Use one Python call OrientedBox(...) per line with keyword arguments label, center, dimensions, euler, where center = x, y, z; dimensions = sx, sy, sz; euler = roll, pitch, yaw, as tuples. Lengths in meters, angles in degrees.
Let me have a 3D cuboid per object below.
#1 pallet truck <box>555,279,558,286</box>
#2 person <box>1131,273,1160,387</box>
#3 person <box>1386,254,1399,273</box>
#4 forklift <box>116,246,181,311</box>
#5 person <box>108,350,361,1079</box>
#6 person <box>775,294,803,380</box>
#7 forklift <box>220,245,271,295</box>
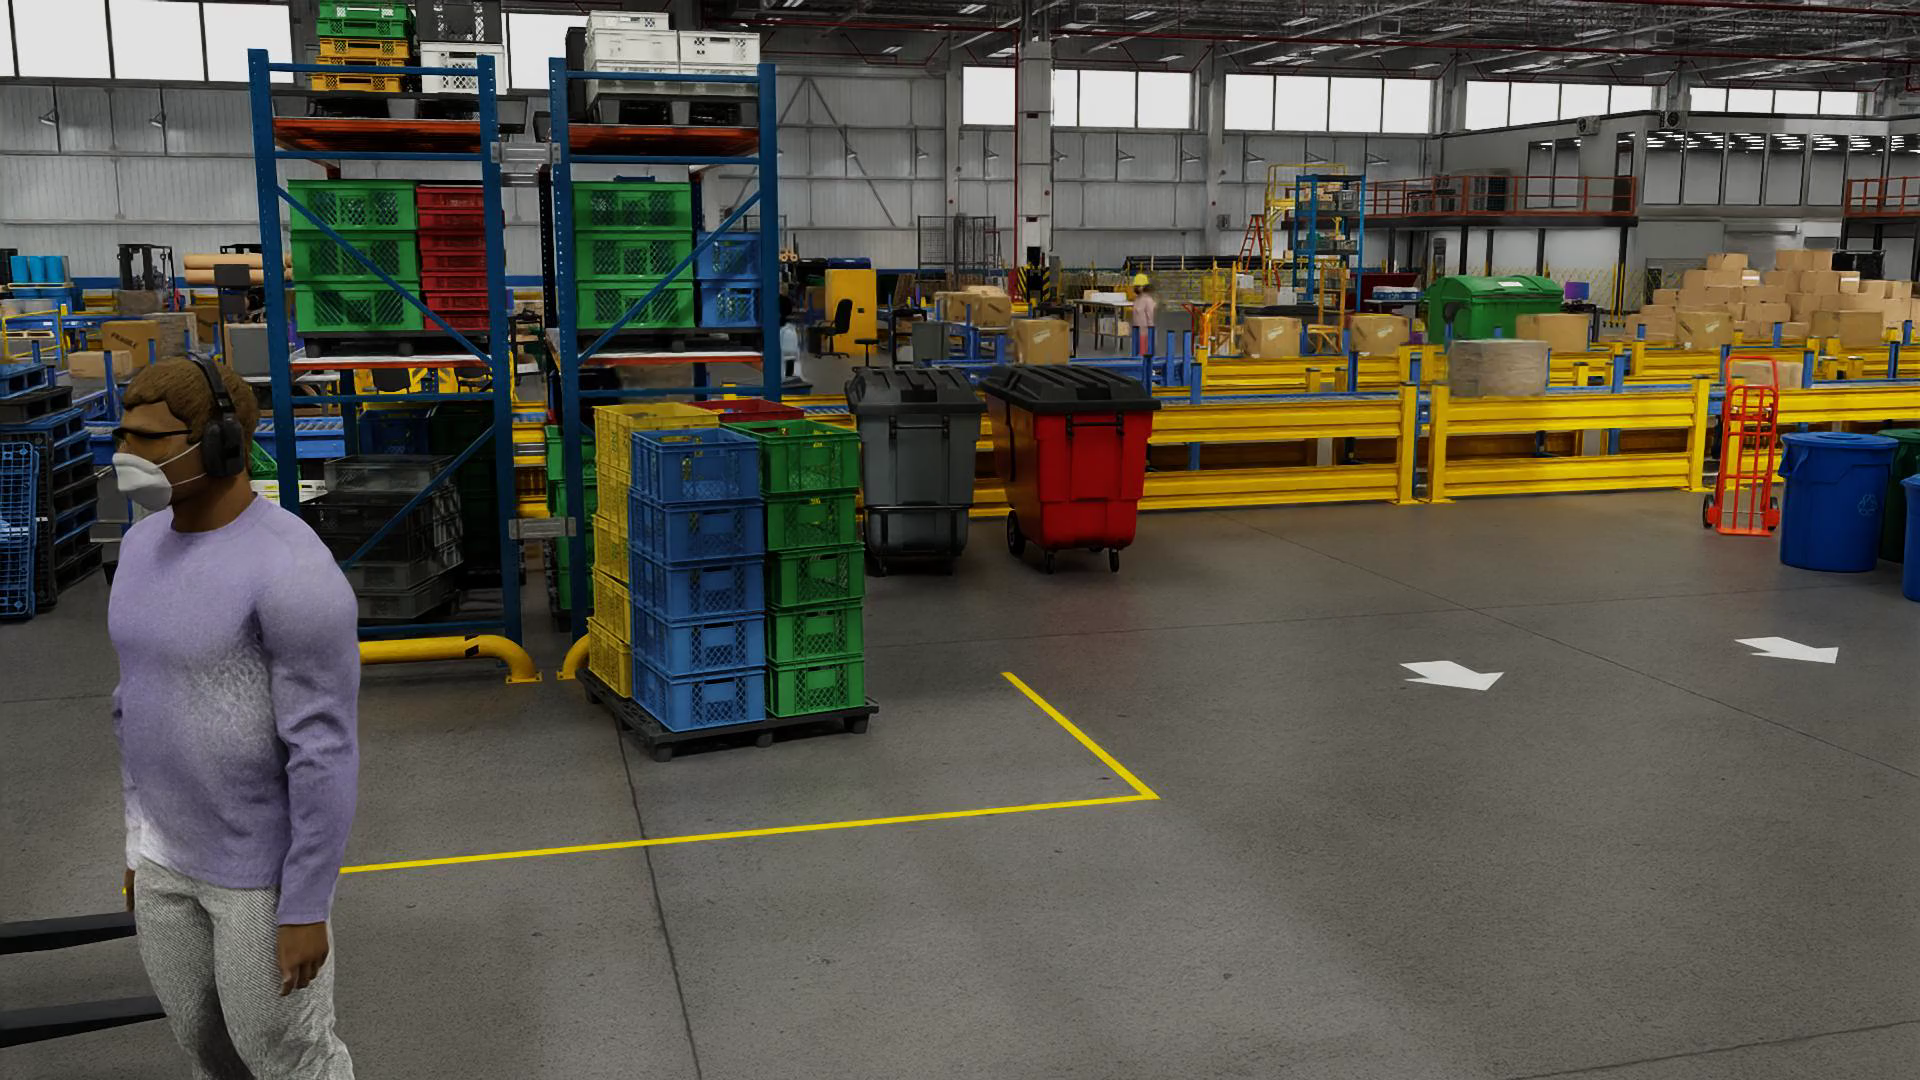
OrientedBox(label="pallet truck", center=(-10.604, -6.375, 44.520), dimensions=(0.653, 1.274, 1.630), euler=(-3, 10, -15))
OrientedBox(label="person", center=(2.660, -2.911, 23.637), dimensions=(0.651, 1.751, 0.533), euler=(-4, 11, -20))
OrientedBox(label="person", center=(16.171, -9.816, 62.361), dimensions=(0.574, 1.884, 0.356), euler=(-3, 10, -17))
OrientedBox(label="forklift", center=(-19.966, -6.232, 40.894), dimensions=(1.157, 1.987, 2.680), euler=(-3, 10, -15))
OrientedBox(label="person", center=(-1.368, 0.617, 3.125), dimensions=(0.632, 1.940, 0.372), euler=(6, 12, 33))
OrientedBox(label="person", center=(-1.651, -1.530, 16.019), dimensions=(0.435, 1.670, 0.547), euler=(-3, 10, -15))
OrientedBox(label="forklift", center=(-17.749, -6.334, 41.440), dimensions=(1.157, 1.987, 2.680), euler=(-3, 10, -17))
